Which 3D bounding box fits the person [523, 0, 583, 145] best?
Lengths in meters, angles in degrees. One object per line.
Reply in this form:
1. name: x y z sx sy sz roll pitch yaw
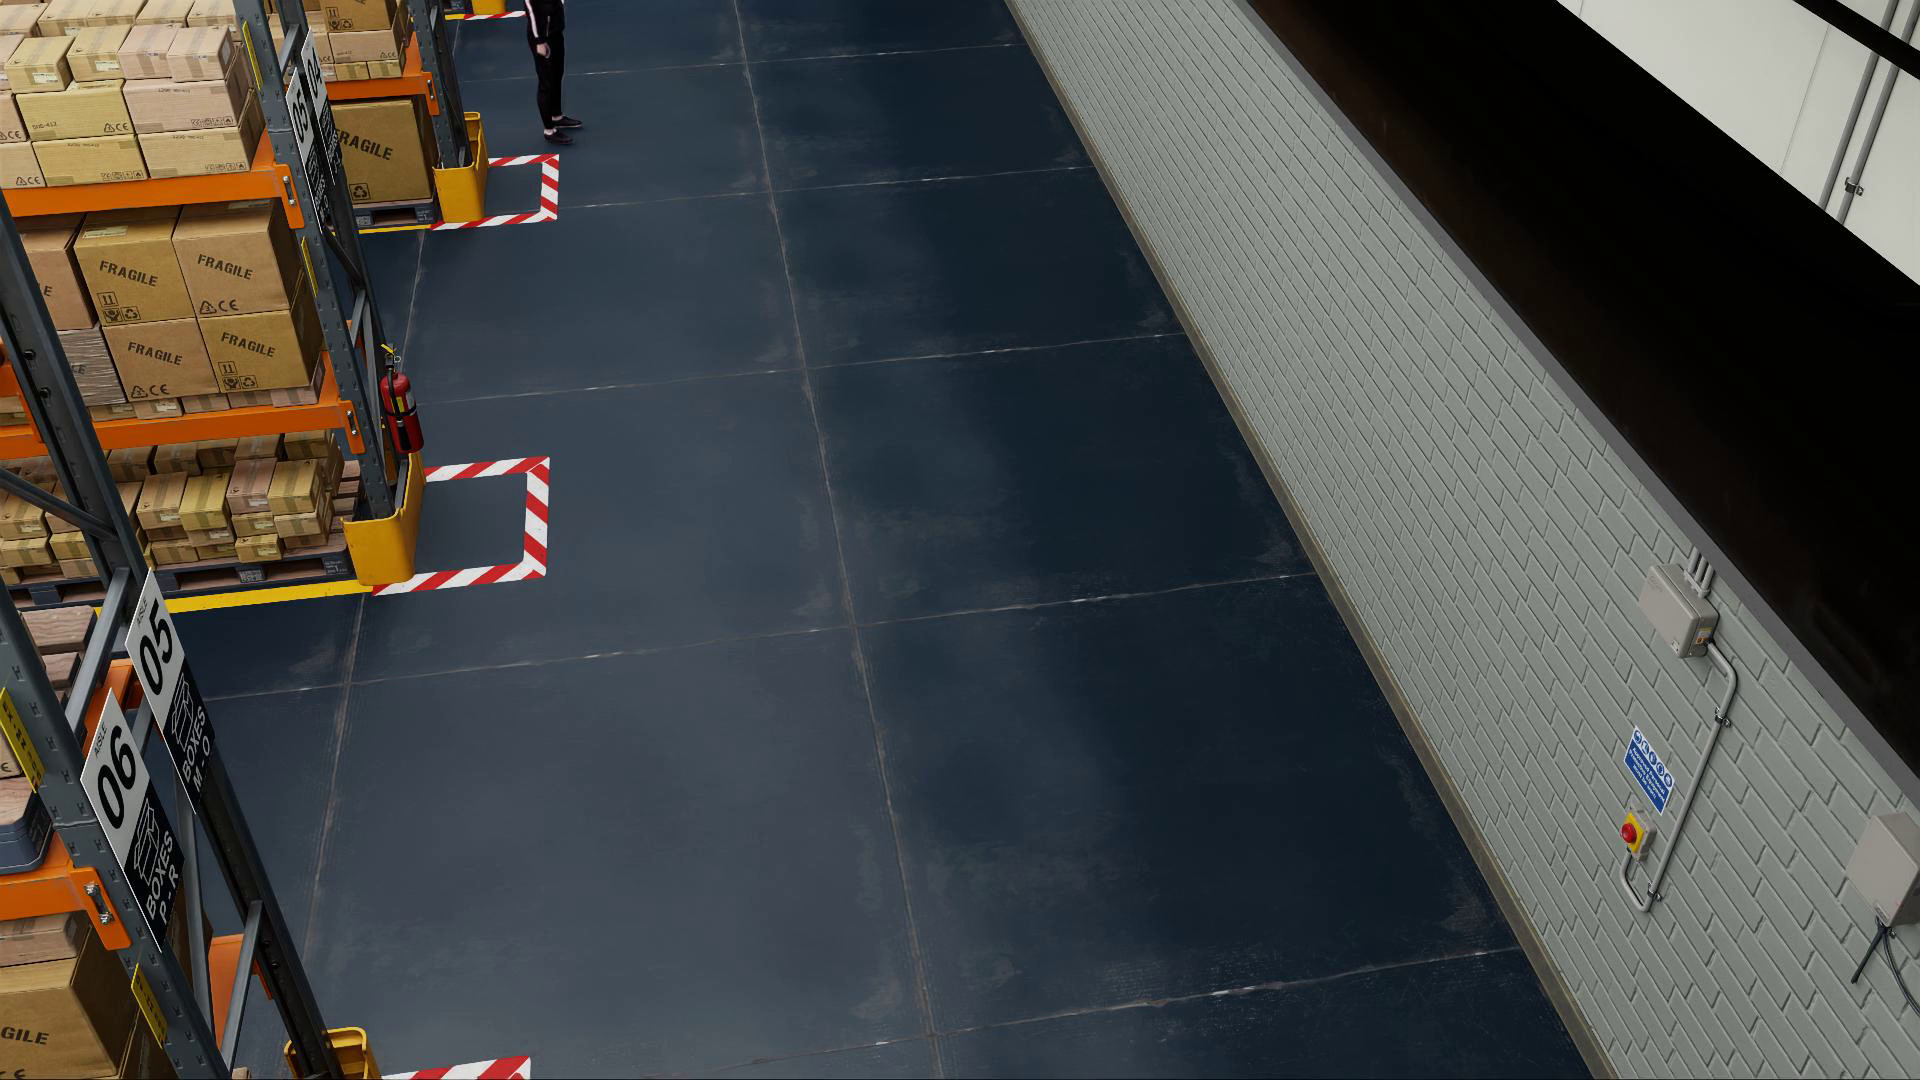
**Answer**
1. person: -3.807 -4.594 15.257 0.667 1.835 0.726 3 38 4
